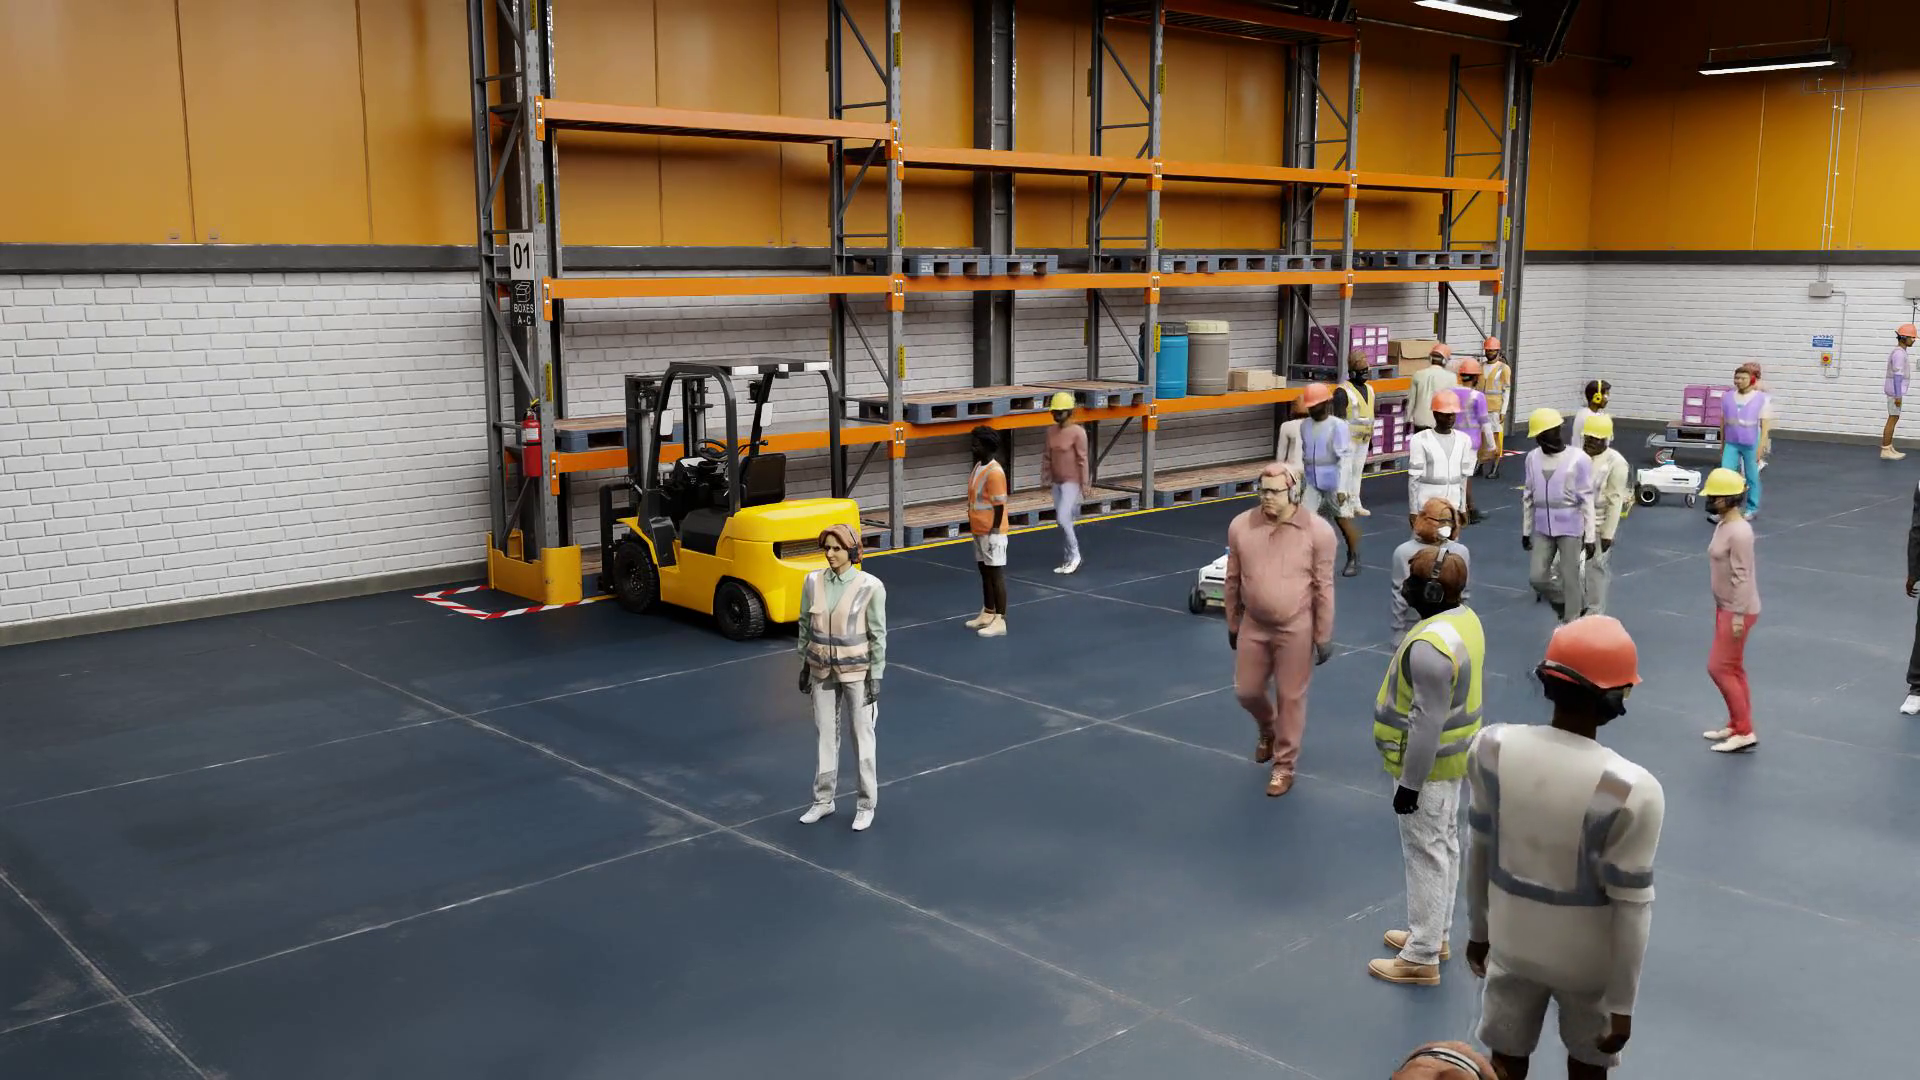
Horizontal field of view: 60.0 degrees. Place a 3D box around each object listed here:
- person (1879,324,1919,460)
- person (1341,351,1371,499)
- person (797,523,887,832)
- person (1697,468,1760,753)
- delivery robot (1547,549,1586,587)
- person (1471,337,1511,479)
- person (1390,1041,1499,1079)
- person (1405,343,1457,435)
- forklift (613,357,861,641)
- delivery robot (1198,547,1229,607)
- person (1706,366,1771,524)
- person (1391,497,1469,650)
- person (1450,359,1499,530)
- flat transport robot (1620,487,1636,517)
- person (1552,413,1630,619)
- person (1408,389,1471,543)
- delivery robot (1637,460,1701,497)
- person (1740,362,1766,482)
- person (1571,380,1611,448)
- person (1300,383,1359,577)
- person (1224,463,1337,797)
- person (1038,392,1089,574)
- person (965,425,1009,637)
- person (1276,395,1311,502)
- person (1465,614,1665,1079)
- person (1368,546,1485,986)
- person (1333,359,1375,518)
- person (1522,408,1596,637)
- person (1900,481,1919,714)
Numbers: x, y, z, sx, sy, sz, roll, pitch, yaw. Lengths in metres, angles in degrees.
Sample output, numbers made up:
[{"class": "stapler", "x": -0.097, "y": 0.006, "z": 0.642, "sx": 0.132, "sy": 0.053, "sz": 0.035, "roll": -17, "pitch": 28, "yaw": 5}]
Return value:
[{"class": "person", "x": 14.046, "y": -2.211, "z": 24.863, "sx": 0.409, "sy": 2.034, "sz": 0.607, "roll": 5, "pitch": 11, "yaw": 28}, {"class": "person", "x": 4.627, "y": -1.274, "z": 19.729, "sx": 0.437, "sy": 1.925, "sz": 0.656, "roll": 1, "pitch": 10, "yaw": 8}, {"class": "person", "x": -0.627, "y": 0.720, "z": 8.838, "sx": 0.514, "sy": 1.641, "sz": 0.307, "roll": 4, "pitch": 11, "yaw": 23}, {"class": "person", "x": 4.733, "y": 0.427, "z": 10.265, "sx": 0.435, "sy": 1.738, "sz": 0.533, "roll": 2, "pitch": 10, "yaw": 12}, {"class": "delivery robot", "x": 5.366, "y": 0.196, "z": 14.783, "sx": 0.477, "sy": 0.478, "sz": 0.707, "roll": 6, "pitch": 12, "yaw": 31}, {"class": "person", "x": 7.219, "y": -1.803, "z": 22.731, "sx": 0.355, "sy": 1.939, "sz": 0.552, "roll": -9, "pitch": 13, "yaw": -41}, {"class": "person", "x": 0.860, "y": 1.702, "z": 3.095, "sx": 0.523, "sy": 1.636, "sz": 0.308, "roll": 1, "pitch": 10, "yaw": 6}, {"class": "person", "x": 5.853, "y": -1.477, "z": 20.765, "sx": 0.685, "sy": 1.959, "sz": 0.681, "roll": 7, "pitch": 12, "yaw": 36}, {"class": "forklift", "x": -1.847, "y": -0.414, "z": 13.852, "sx": 1.214, "sy": 2.155, "sz": 2.313, "roll": -9, "pitch": 13, "yaw": -42}, {"class": "delivery robot", "x": 2.315, "y": 0.301, "z": 14.184, "sx": 0.477, "sy": 0.478, "sz": 0.707, "roll": 6, "pitch": 11, "yaw": 31}, {"class": "person", "x": 8.867, "y": -1.072, "z": 18.882, "sx": 0.975, "sy": 1.791, "sz": 0.581, "roll": -9, "pitch": 13, "yaw": -42}, {"class": "person", "x": 2.773, "y": 0.552, "z": 9.862, "sx": 0.501, "sy": 1.633, "sz": 0.280, "roll": -2, "pitch": 10, "yaw": -14}, {"class": "person", "x": 5.706, "y": -1.063, "z": 18.536, "sx": 0.763, "sy": 1.911, "sz": 0.557, "roll": -5, "pitch": 11, "yaw": -26}, {"class": "flat transport robot", "x": 7.667, "y": -0.477, "z": 19.844, "sx": 0.652, "sy": 0.197, "sz": 1.431, "roll": 5, "pitch": 11, "yaw": 25}, {"class": "person", "x": 5.032, "y": -0.126, "z": 13.293, "sx": 0.427, "sy": 1.808, "sz": 0.617, "roll": -3, "pitch": 10, "yaw": -19}, {"class": "person", "x": 3.998, "y": -0.287, "z": 13.858, "sx": 0.547, "sy": 1.938, "sz": 0.377, "roll": -2, "pitch": 10, "yaw": -14}, {"class": "delivery robot", "x": 8.627, "y": -0.732, "z": 20.237, "sx": 0.707, "sy": 0.478, "sz": 0.477, "roll": 4, "pitch": 10, "yaw": 20}, {"class": "person", "x": 10.619, "y": -1.579, "z": 22.320, "sx": 0.413, "sy": 1.625, "sz": 0.536, "roll": 1, "pitch": 10, "yaw": 4}, {"class": "person", "x": 6.084, "y": -0.626, "z": 16.115, "sx": 0.445, "sy": 1.845, "sz": 0.503, "roll": 3, "pitch": 10, "yaw": 15}, {"class": "person", "x": 3.443, "y": -0.547, "z": 15.579, "sx": 1.019, "sy": 1.884, "sz": 0.584, "roll": -9, "pitch": 13, "yaw": -41}, {"class": "person", "x": 1.831, "y": 0.485, "z": 9.492, "sx": 0.658, "sy": 1.893, "sz": 0.542, "roll": 5, "pitch": 11, "yaw": 29}, {"class": "person", "x": 0.985, "y": -0.537, "z": 15.859, "sx": 0.434, "sy": 1.747, "sz": 0.540, "roll": -7, "pitch": 12, "yaw": -36}, {"class": "person", "x": 0.216, "y": -0.077, "z": 13.335, "sx": 0.317, "sy": 1.695, "sz": 0.540, "roll": -3, "pitch": 10, "yaw": -16}, {"class": "person", "x": 3.585, "y": -0.733, "z": 17.481, "sx": 0.519, "sy": 1.591, "sz": 0.775, "roll": 1, "pitch": 10, "yaw": 6}, {"class": "person", "x": 1.700, "y": 1.211, "z": 4.868, "sx": 0.786, "sy": 2.014, "sz": 0.618, "roll": -9, "pitch": 13, "yaw": -43}, {"class": "person", "x": 1.950, "y": 0.935, "z": 6.981, "sx": 0.429, "sy": 1.847, "sz": 0.627, "roll": 5, "pitch": 11, "yaw": 27}, {"class": "person", "x": 4.603, "y": -1.181, "z": 19.378, "sx": 0.624, "sy": 1.845, "sz": 0.430, "roll": -8, "pitch": 12, "yaw": -38}, {"class": "person", "x": 4.620, "y": -0.074, "z": 12.767, "sx": 0.547, "sy": 1.885, "sz": 0.681, "roll": -8, "pitch": 12, "yaw": -38}, {"class": "person", "x": 6.559, "y": 0.221, "z": 10.939, "sx": 0.590, "sy": 1.920, "sz": 0.399, "roll": 6, "pitch": 12, "yaw": 33}]
